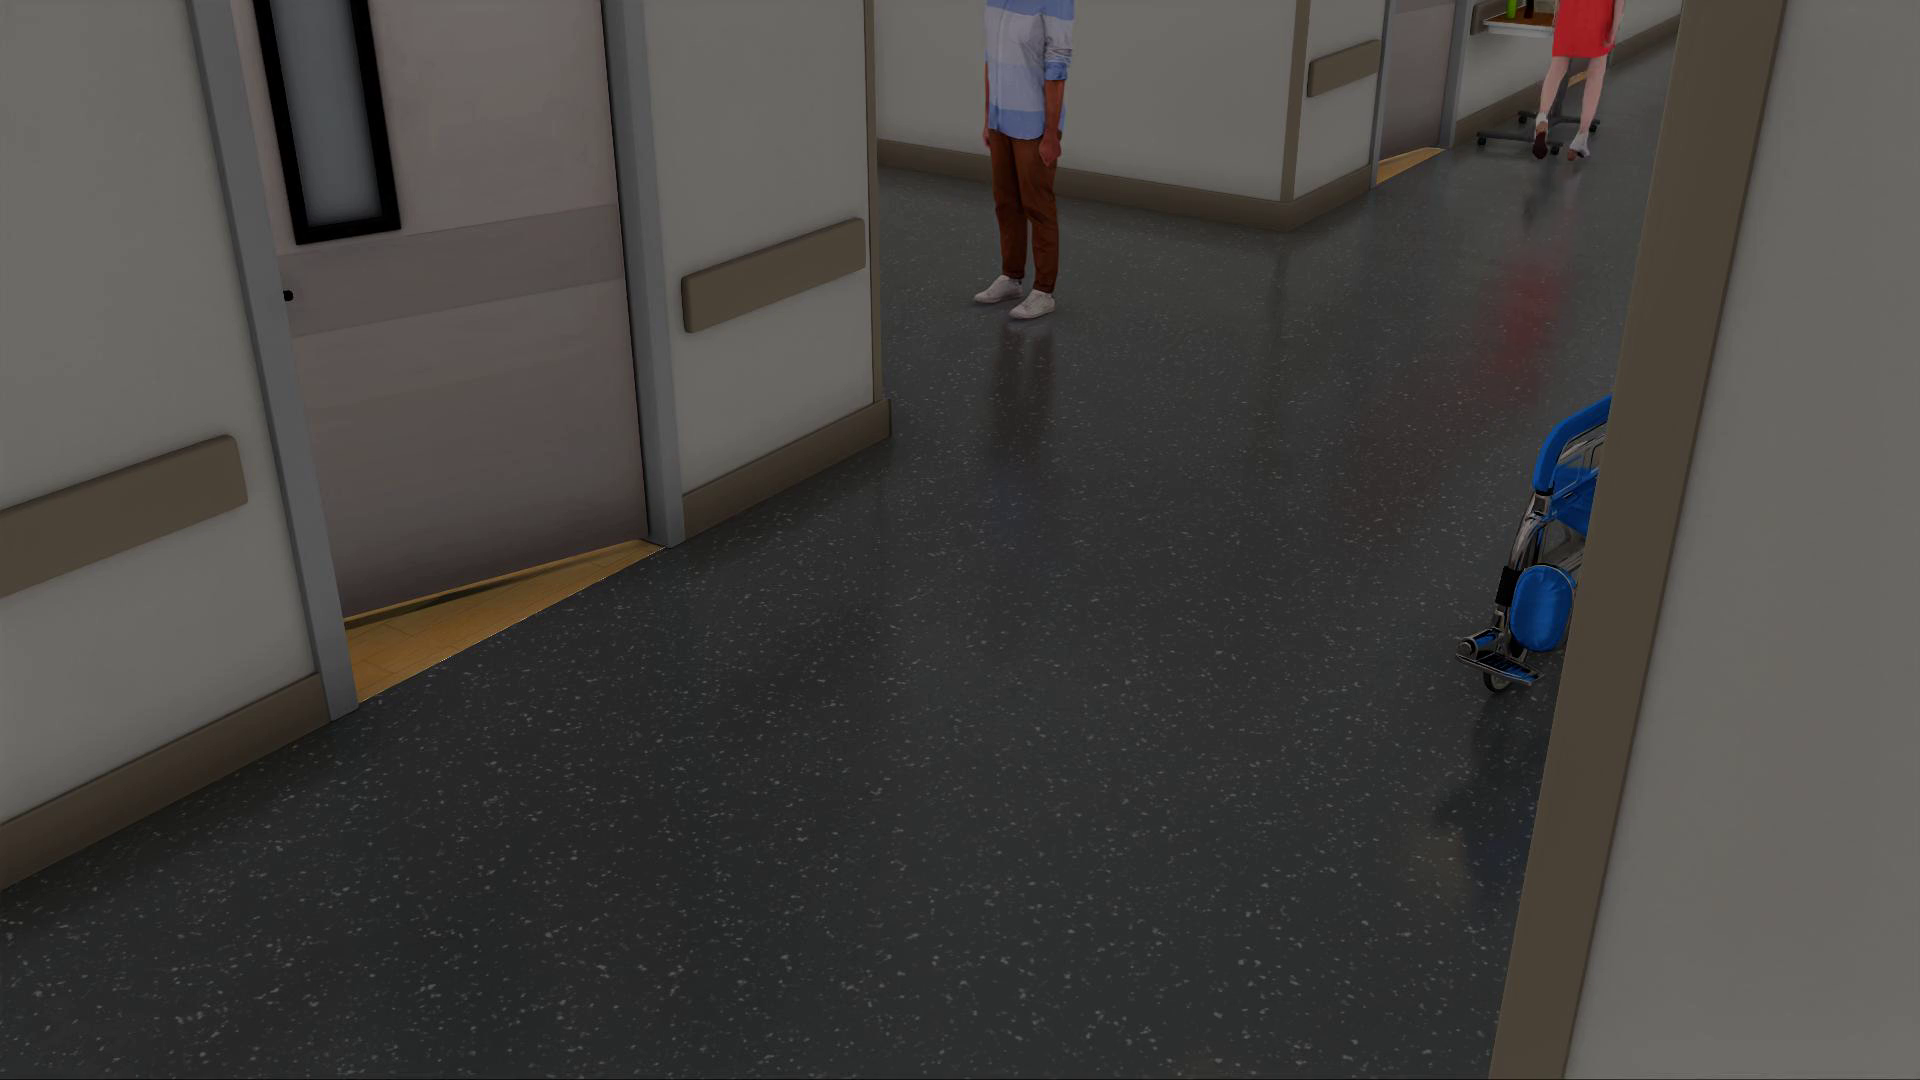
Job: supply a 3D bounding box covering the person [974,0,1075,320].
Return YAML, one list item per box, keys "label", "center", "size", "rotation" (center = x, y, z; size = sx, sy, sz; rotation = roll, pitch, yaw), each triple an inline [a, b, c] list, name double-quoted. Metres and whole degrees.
- label: "person"
  center: [0.298, -1.951, 7.632]
  size: [0.685, 1.823, 0.741]
  rotation: [-19, 32, -34]

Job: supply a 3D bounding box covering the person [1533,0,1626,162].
- label: "person"
  center: [3.793, -3.171, 10.190]
  size: [0.592, 1.800, 1.048]
  rotation: [17, 31, 32]
